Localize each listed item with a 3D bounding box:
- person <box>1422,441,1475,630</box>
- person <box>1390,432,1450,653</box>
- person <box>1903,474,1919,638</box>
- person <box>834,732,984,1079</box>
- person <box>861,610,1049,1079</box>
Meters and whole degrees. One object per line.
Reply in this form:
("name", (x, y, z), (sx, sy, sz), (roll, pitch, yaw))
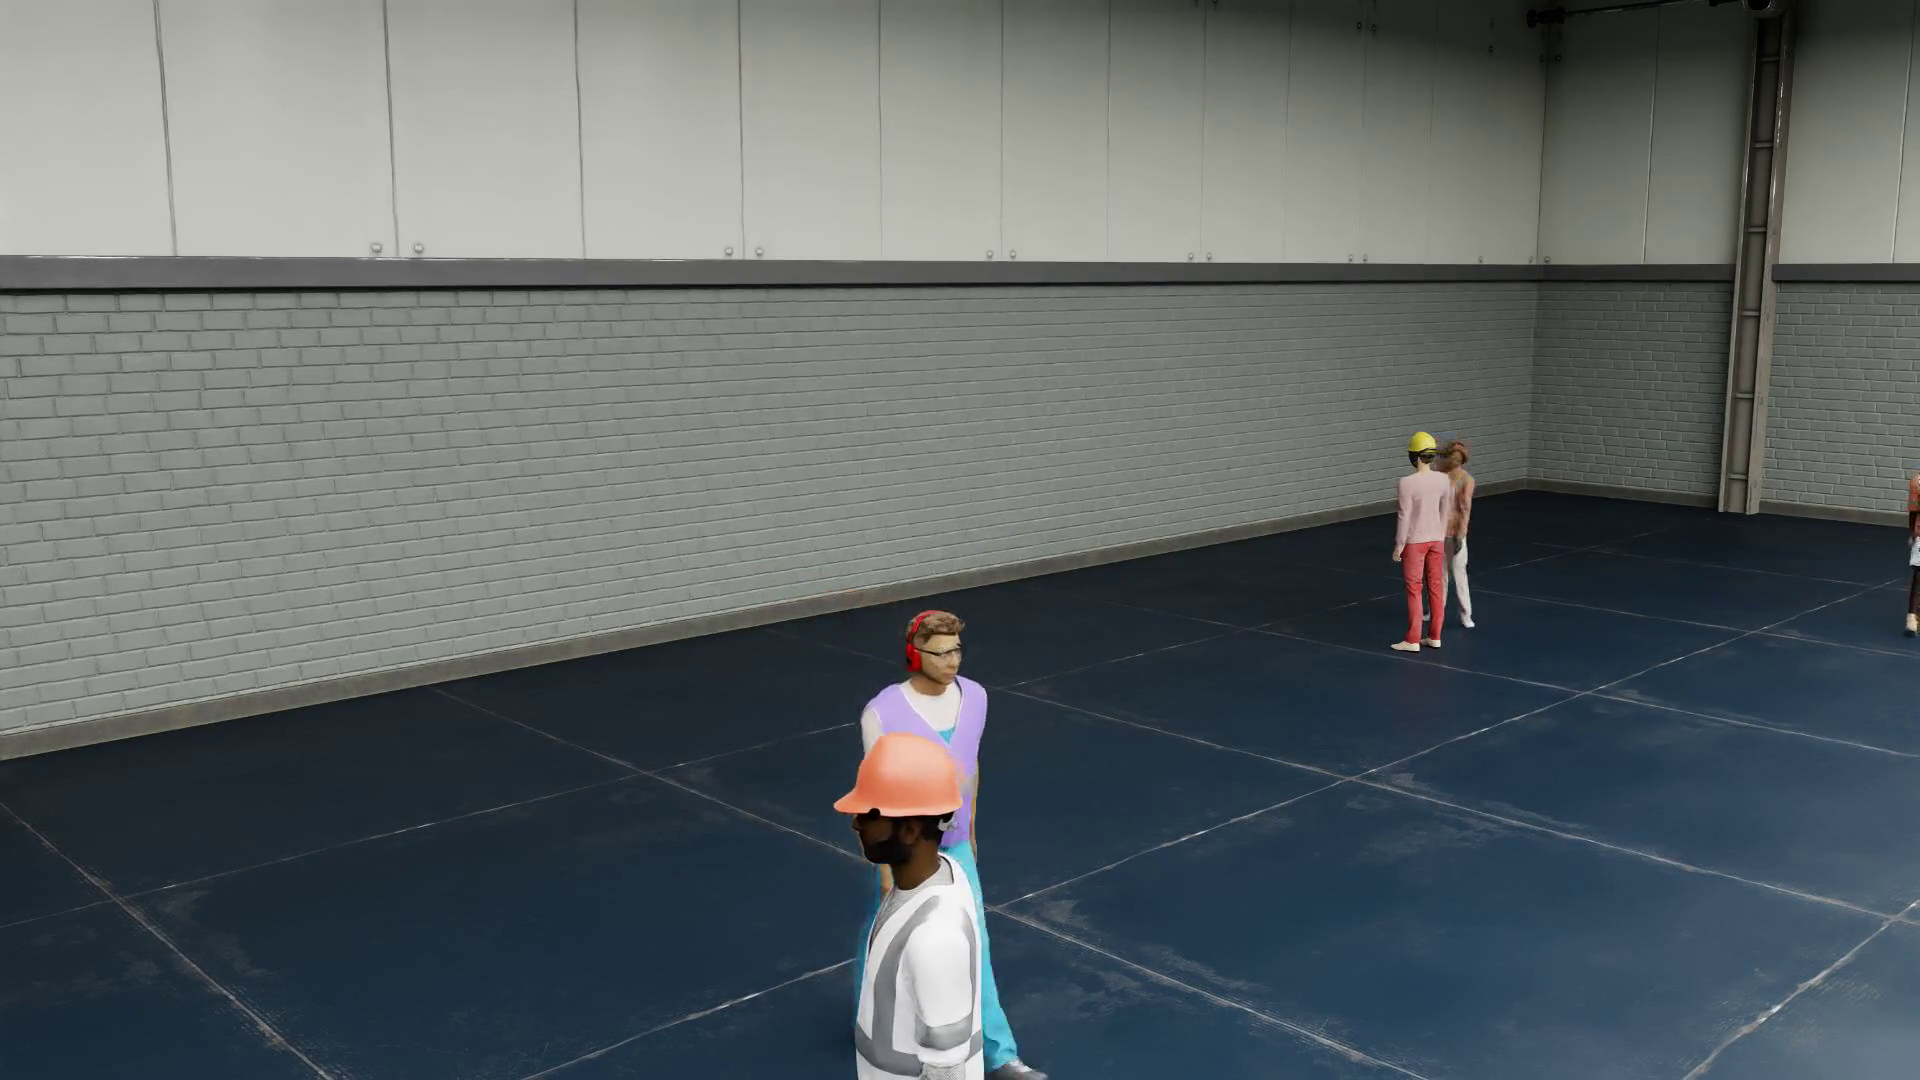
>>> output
("person", (4.168, -0.047, 14.205), (0.323, 1.612, 0.607), (-4, 10, -22))
("person", (3.670, 0.021, 13.287), (0.523, 1.769, 0.324), (-5, 10, -27))
("person", (8.099, 0.005, 13.749), (0.541, 1.650, 0.863), (6, 11, 34))
("person", (-0.119, 1.417, 4.092), (0.362, 1.939, 0.542), (-1, 9, -5))
("person", (-0.067, 1.154, 6.139), (0.619, 1.799, 0.940), (-7, 12, -38))
